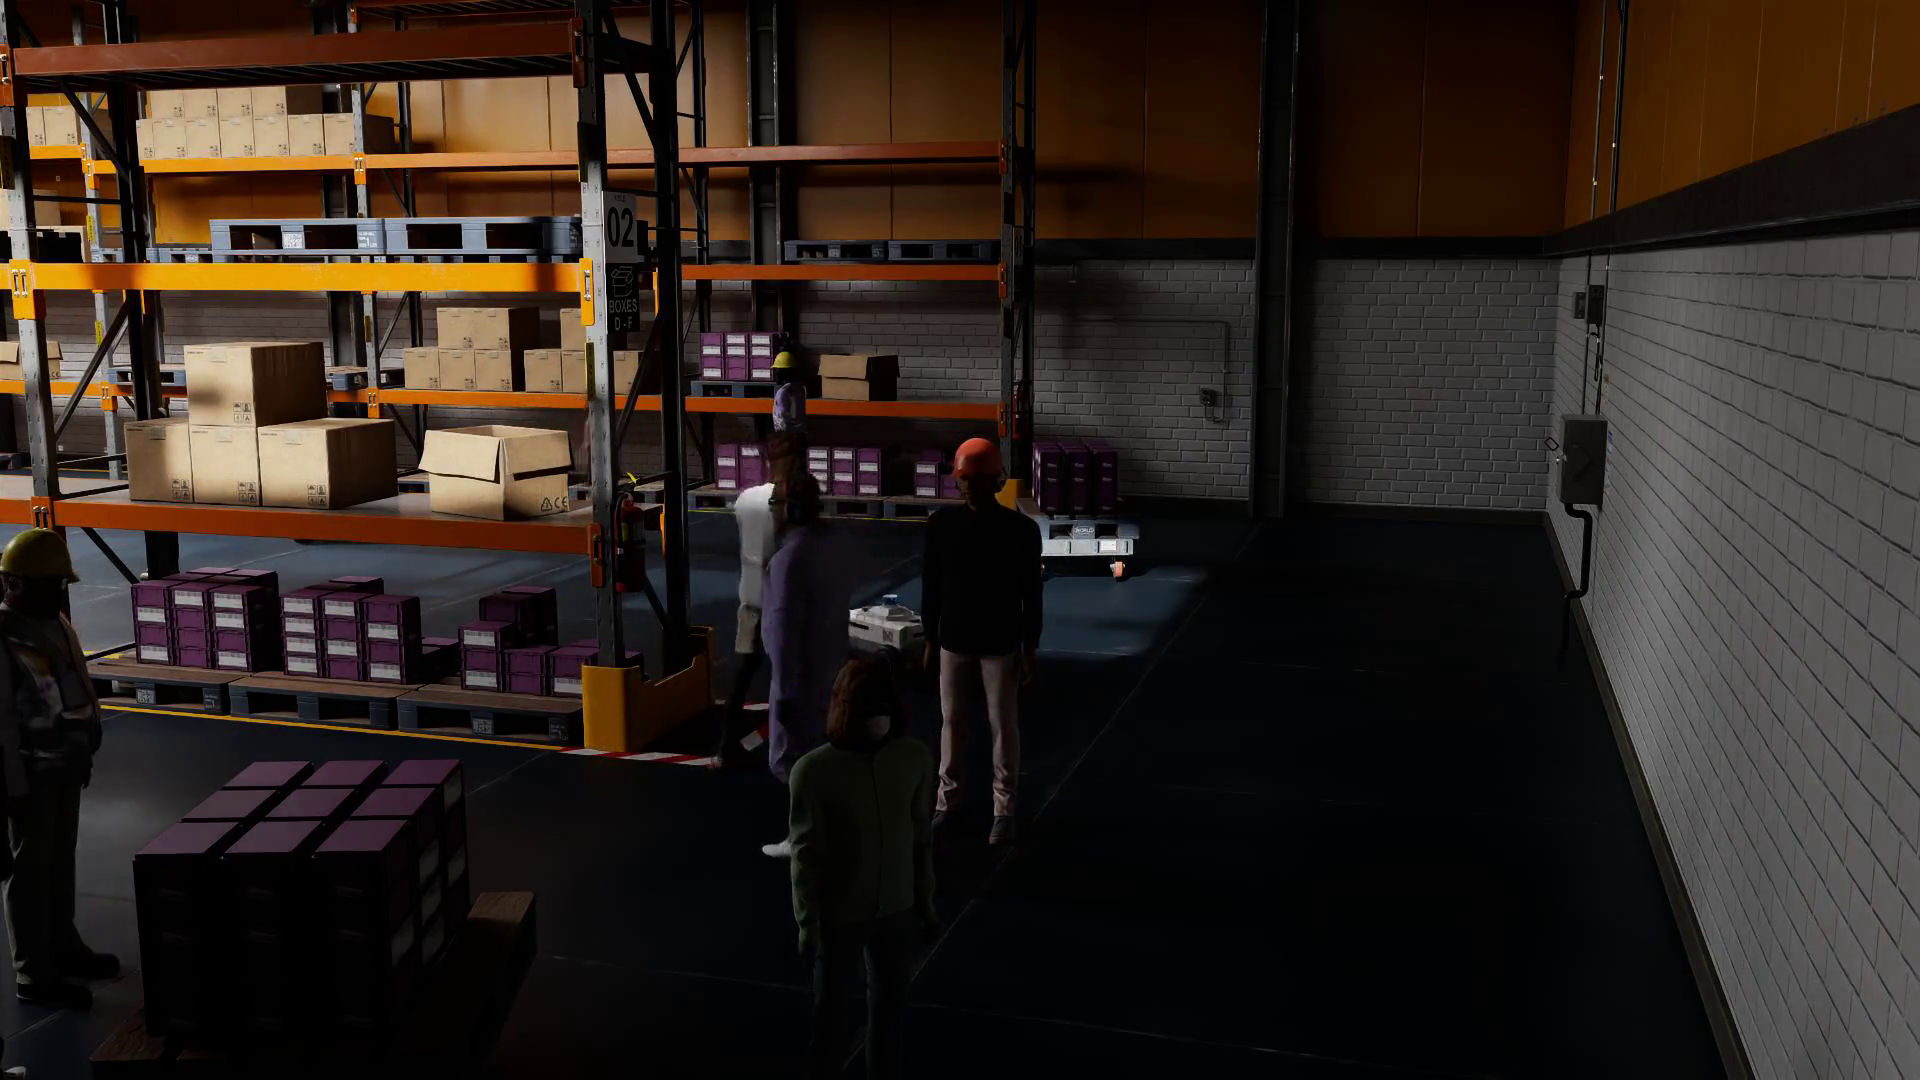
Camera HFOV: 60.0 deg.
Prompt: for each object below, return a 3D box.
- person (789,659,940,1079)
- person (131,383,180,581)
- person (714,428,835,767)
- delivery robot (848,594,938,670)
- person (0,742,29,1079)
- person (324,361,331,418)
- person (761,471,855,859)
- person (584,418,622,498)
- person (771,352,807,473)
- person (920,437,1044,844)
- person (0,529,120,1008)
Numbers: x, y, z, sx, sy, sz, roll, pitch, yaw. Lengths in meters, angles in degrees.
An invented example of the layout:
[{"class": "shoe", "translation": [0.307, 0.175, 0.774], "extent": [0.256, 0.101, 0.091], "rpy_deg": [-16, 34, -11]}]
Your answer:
[{"class": "person", "translation": [-0.287, 1.163, 5.129], "extent": [0.500, 1.633, 0.282], "rpy_deg": [-6, 11, -33]}, {"class": "person", "translation": [-7.253, -0.559, 14.981], "extent": [0.345, 1.847, 0.507], "rpy_deg": [-2, 10, -13]}, {"class": "person", "translation": [-1.037, 0.318, 9.447], "extent": [0.632, 1.919, 0.995], "rpy_deg": [8, 12, 39]}, {"class": "delivery robot", "translation": [-0.480, 0.618, 11.441], "extent": [0.477, 0.478, 0.707], "rpy_deg": [-8, 12, -41]}, {"class": "person", "translation": [-3.416, 0.974, 5.414], "extent": [0.593, 1.920, 0.392], "rpy_deg": [-2, 10, -13]}, {"class": "person", "translation": [-7.543, -1.320, 19.504], "extent": [0.355, 1.883, 0.575], "rpy_deg": [-3, 10, -17]}, {"class": "person", "translation": [-0.645, 0.619, 7.664], "extent": [0.636, 1.888, 0.653], "rpy_deg": [4, 10, 21]}, {"class": "person", "translation": [-3.585, -0.690, 16.464], "extent": [0.593, 1.617, 0.516], "rpy_deg": [2, 10, 15]}, {"class": "person", "translation": [-1.806, -1.015, 17.505], "extent": [0.369, 1.928, 0.585], "rpy_deg": [3, 10, 15]}, {"class": "person", "translation": [0.096, 0.492, 8.113], "extent": [0.613, 1.995, 0.391], "rpy_deg": [3, 10, 18]}, {"class": "person", "translation": [-3.515, 0.861, 6.396], "extent": [0.403, 1.822, 0.589], "rpy_deg": [-1, 9, -6]}]
